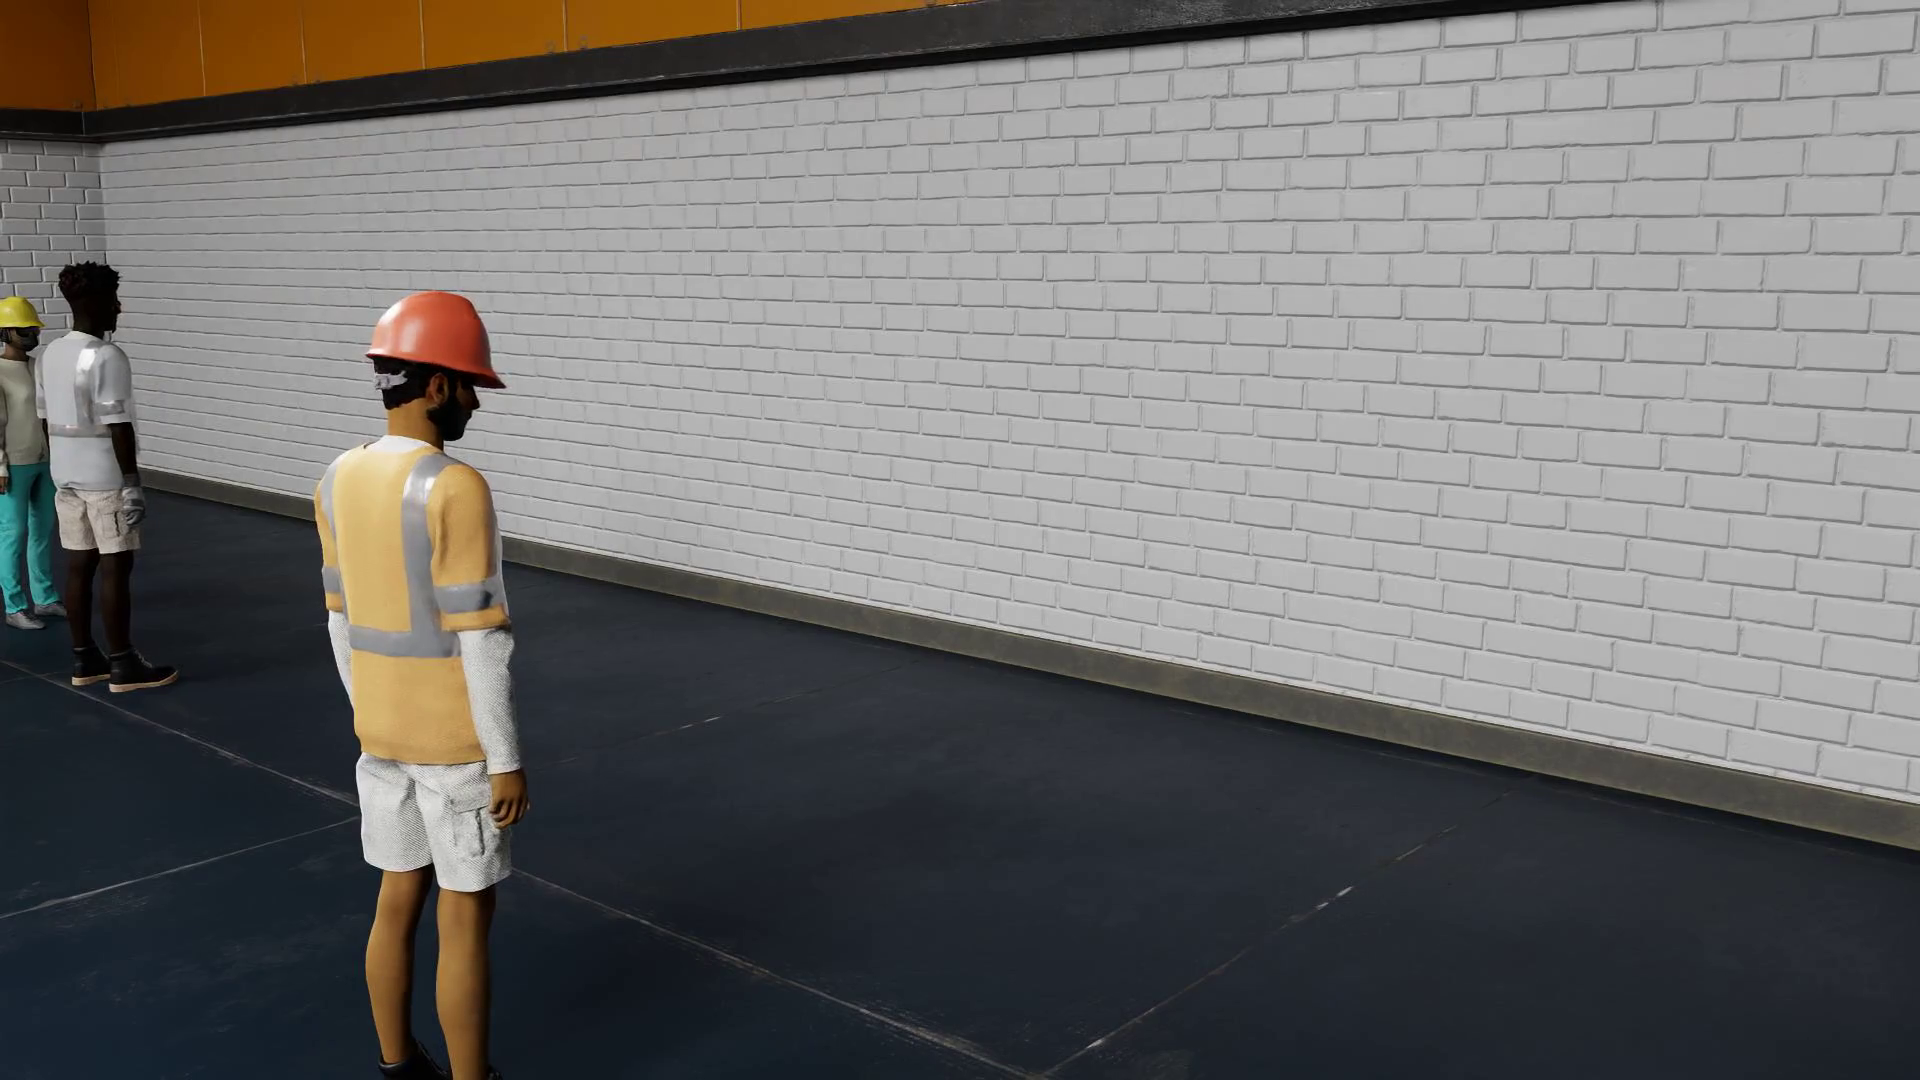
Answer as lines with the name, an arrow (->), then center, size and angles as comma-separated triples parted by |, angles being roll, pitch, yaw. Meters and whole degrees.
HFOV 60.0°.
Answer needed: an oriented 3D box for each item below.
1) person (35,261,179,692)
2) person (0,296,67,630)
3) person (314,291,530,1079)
person -> -3.949, -0.287, 7.625 | 0.609, 1.965, 0.369 | 6, 12, 32
person -> -4.981, -0.411, 8.904 | 0.310, 1.768, 0.533 | 1, 10, 8
person -> -1.155, 0.420, 3.713 | 0.543, 1.928, 0.374 | 7, 12, 35
